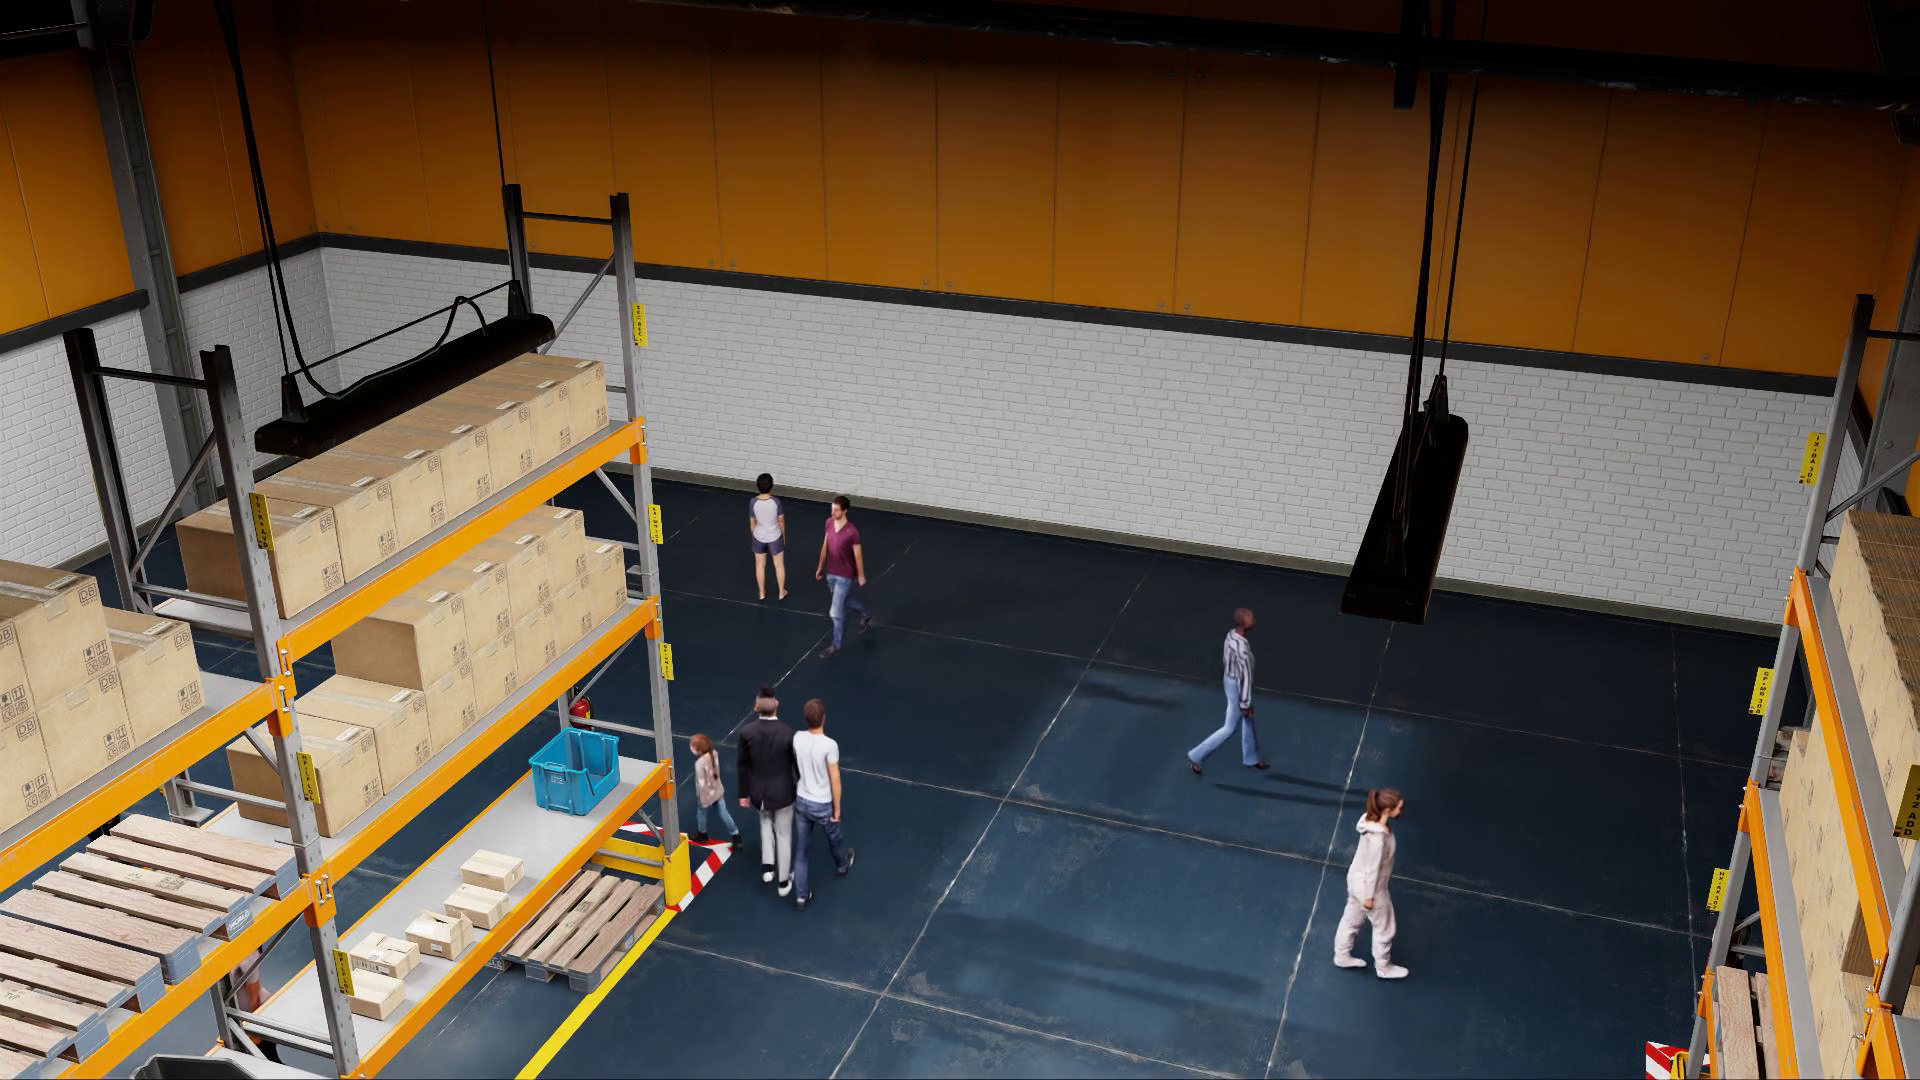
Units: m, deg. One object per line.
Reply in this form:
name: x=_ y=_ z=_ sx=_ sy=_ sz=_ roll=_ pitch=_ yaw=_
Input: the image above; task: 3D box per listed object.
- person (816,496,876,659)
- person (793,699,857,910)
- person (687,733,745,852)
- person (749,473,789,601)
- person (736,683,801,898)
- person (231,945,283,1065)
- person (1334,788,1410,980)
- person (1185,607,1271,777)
person: x=-1.234 y=0.340 z=18.194 sx=1.229 sy=1.820 sz=0.997 roll=-20 pitch=31 yaw=-38
person: x=-1.240 y=2.235 z=13.843 sx=0.692 sy=1.834 sz=1.076 roll=8 pitch=25 yaw=18
person: x=-2.156 y=2.238 z=14.665 sx=0.658 sy=1.170 sz=0.818 roll=17 pitch=29 yaw=34
person: x=-2.241 y=-0.054 z=19.414 sx=0.633 sy=1.565 sz=0.632 roll=0 pitch=24 yaw=-1
person: x=-1.604 y=2.136 z=13.933 sx=0.804 sy=1.944 sz=0.722 roll=6 pitch=24 yaw=13
person: x=-4.901 y=3.283 z=11.557 sx=0.664 sy=1.744 sz=0.658 roll=21 pitch=31 yaw=39
person: x=3.118 y=2.679 z=13.033 sx=0.841 sy=1.669 sz=0.836 roll=1 pitch=24 yaw=3
person: x=2.533 y=1.472 z=15.679 sx=0.995 sy=1.762 sz=1.126 roll=-1 pitch=24 yaw=-2
